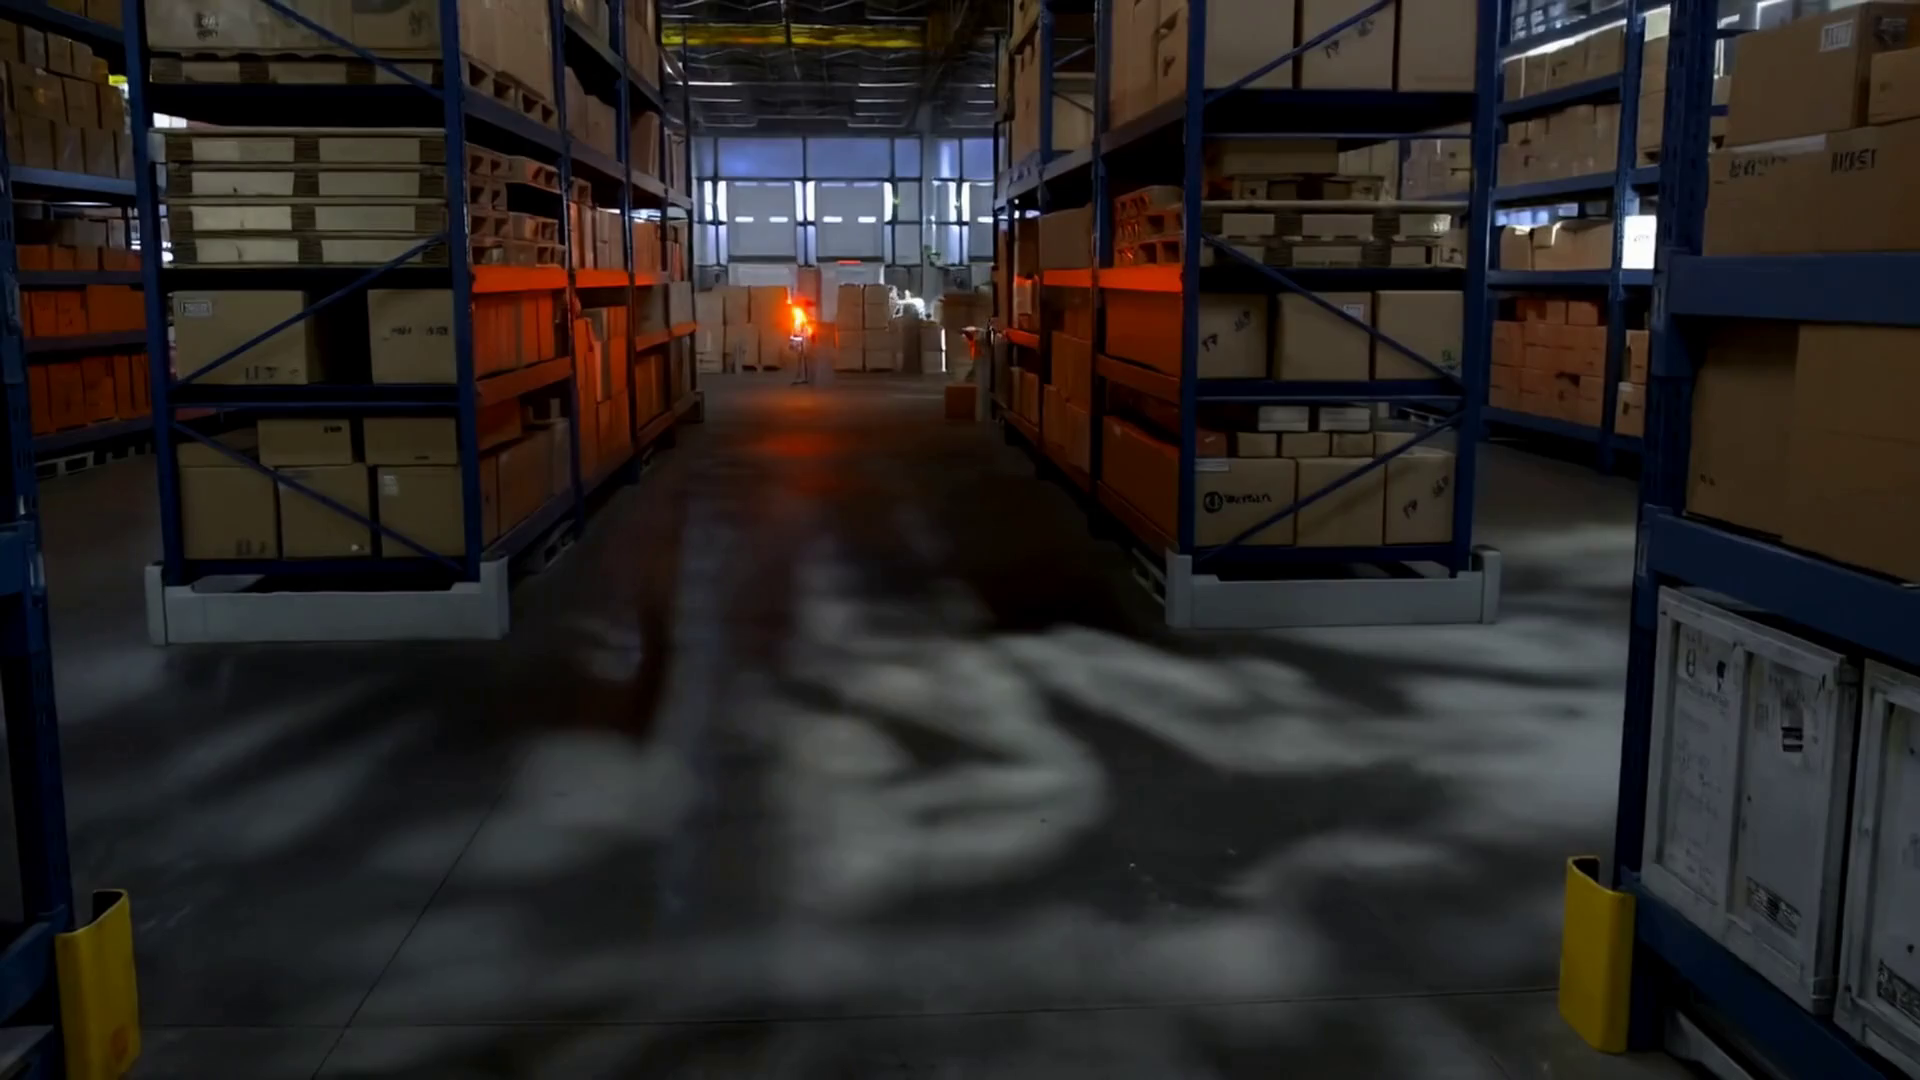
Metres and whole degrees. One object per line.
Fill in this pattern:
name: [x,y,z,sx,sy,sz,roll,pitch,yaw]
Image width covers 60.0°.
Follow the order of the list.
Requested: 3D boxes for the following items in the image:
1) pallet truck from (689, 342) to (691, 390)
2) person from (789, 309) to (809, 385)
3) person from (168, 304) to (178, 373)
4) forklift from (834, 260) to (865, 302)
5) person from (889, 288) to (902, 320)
pallet truck: [-5.225,-3.008,27.480,1.885,1.965,0.823,2,9,14]
person: [-3.468,-4.173,35.917,0.524,1.639,0.306,8,12,42]
person: [-15.000,-3.625,31.899,0.580,1.839,0.998,-9,13,-44]
forklift: [-3.397,-7.252,51.369,1.129,2.768,1.873,-1,9,-4]
person: [-2.308,-7.812,57.884,0.636,1.928,0.391,3,10,20]
